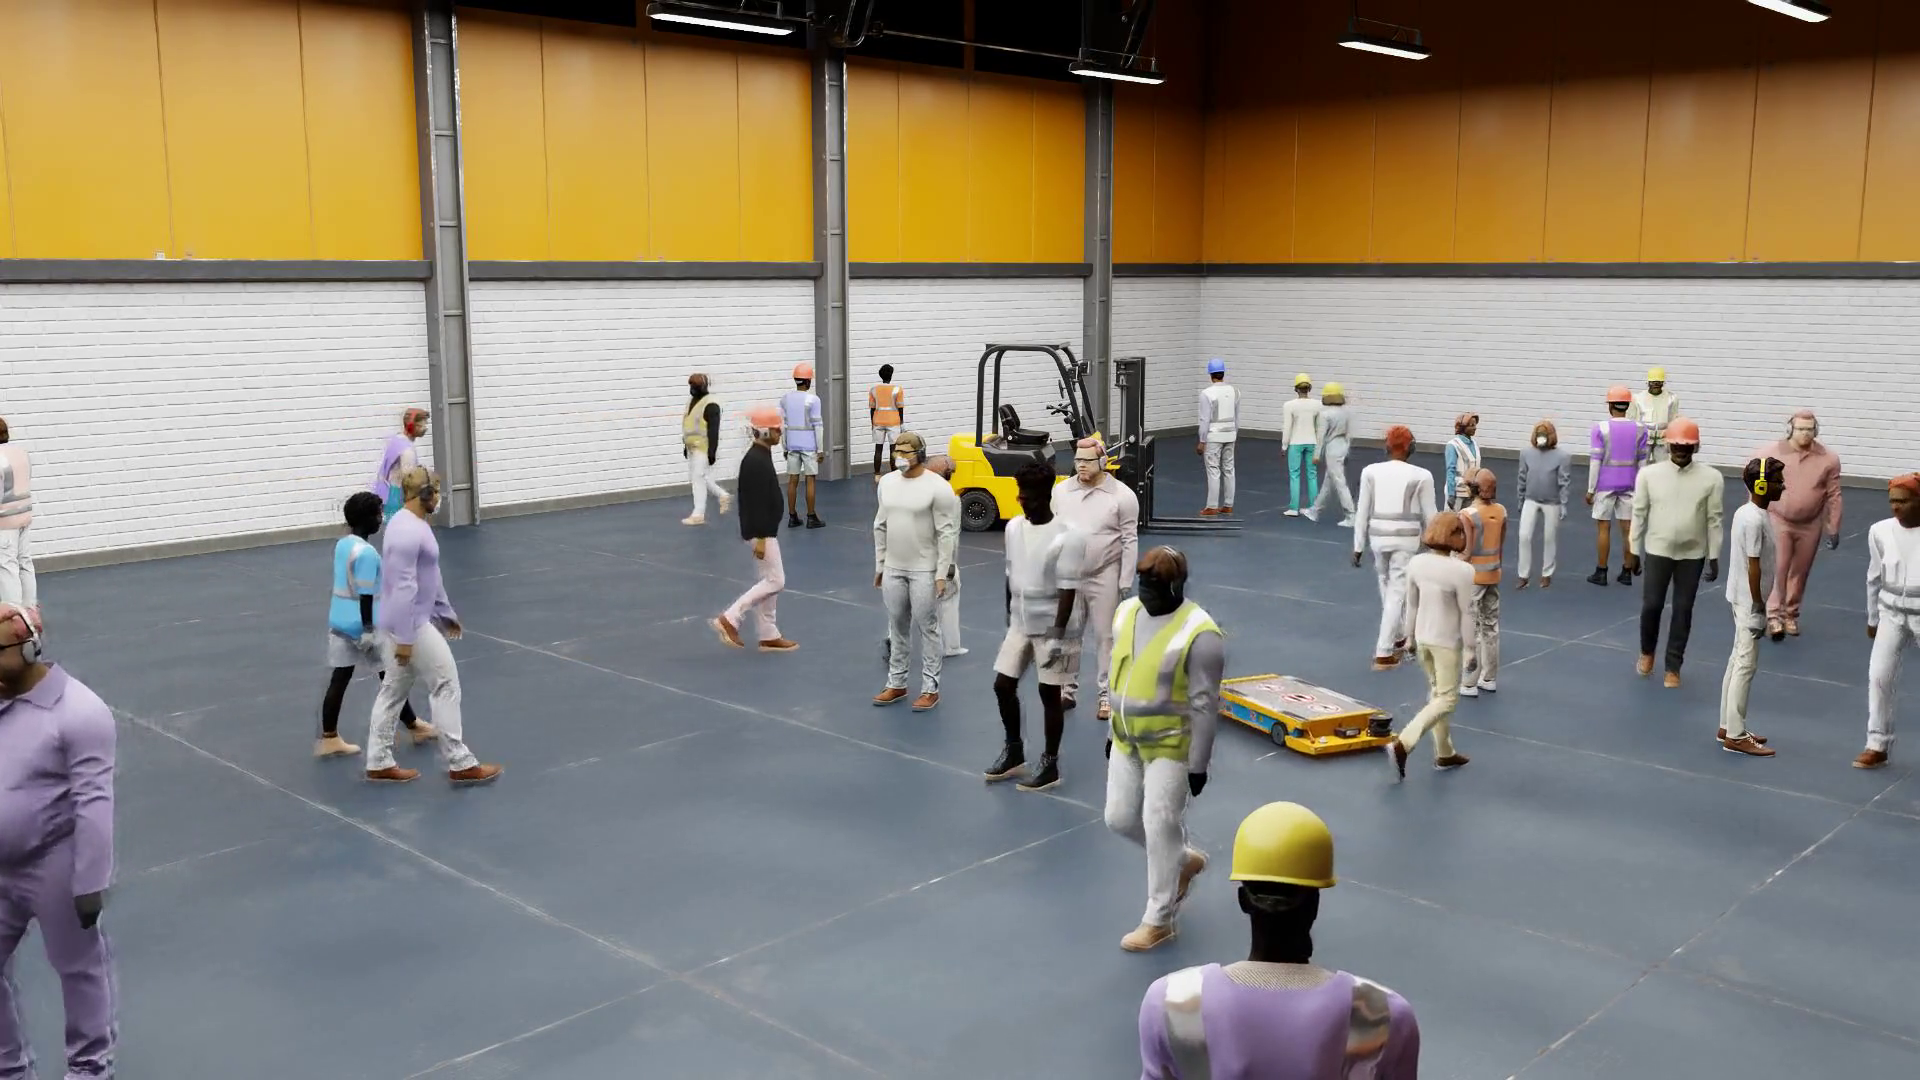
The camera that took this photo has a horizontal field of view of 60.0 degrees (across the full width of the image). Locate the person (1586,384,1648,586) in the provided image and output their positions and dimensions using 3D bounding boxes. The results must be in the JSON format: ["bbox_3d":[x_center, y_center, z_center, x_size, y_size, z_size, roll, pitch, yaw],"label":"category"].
[{"bbox_3d":[6.287,-0.527,15.979,0.551,1.932,0.378,0,9,-1],"label":"person"}]

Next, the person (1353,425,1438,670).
[{"bbox_3d":[3.411,0.037,12.814,0.615,1.830,0.975,7,12,37],"label":"person"}]

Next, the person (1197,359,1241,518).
[{"bbox_3d":[3.145,-1.237,20.311,0.603,1.942,0.402,-6,11,-32],"label":"person"}]

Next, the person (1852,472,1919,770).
[{"bbox_3d":[5.885,0.476,10.191,0.905,1.839,0.595,-7,12,-37],"label":"person"}]

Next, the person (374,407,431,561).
[{"bbox_3d":[-5.075,-0.303,15.050,0.617,1.787,0.605,-4,10,-23],"label":"person"}]

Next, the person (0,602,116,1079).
[{"bbox_3d":[-3.282,1.159,5.761,0.673,1.887,0.657,2,9,11],"label":"person"}]

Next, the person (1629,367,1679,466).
[{"bbox_3d":[8.649,-1.252,20.777,0.594,1.824,0.403,2,9,12],"label":"person"}]

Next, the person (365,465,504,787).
[{"bbox_3d":[-3.107,0.511,9.752,0.904,1.885,0.643,-3,10,-19],"label":"person"}]

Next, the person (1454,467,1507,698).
[{"bbox_3d":[3.673,0.301,11.813,0.525,1.636,0.307,-7,12,-37],"label":"person"}]

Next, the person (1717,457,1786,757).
[{"bbox_3d":[4.991,0.408,10.445,0.328,1.872,0.513,3,10,18],"label":"person"}]

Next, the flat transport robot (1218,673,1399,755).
[{"bbox_3d":[2.175,1.117,10.988,0.652,0.197,1.431,-4,10,-25],"label":"flat transport robot"}]

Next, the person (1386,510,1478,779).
[{"bbox_3d":[2.820,0.621,9.898,0.705,1.609,0.506,-5,10,-28],"label":"person"}]

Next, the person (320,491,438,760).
[{"bbox_3d":[-3.649,0.518,10.387,0.837,1.652,0.554,-8,12,-39],"label":"person"}]

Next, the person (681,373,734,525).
[{"bbox_3d":[-3.023,-1.092,19.801,0.629,1.818,0.634,-6,11,-31],"label":"person"}]

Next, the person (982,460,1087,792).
[{"bbox_3d":[0.430,0.509,9.627,0.625,1.944,0.494,8,12,41],"label":"person"}]

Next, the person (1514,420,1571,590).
[{"bbox_3d":[5.483,-0.322,15.691,0.516,1.608,0.648,6,11,33],"label":"person"}]

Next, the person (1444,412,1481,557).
[{"bbox_3d":[4.925,-0.438,16.332,0.513,1.642,0.311,-9,13,-42],"label":"person"}]

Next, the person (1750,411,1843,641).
[{"bbox_3d":[6.819,-0.097,13.533,0.673,1.871,0.880,2,10,15],"label":"person"}]

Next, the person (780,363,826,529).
[{"bbox_3d":[-1.831,-1.100,19.483,0.553,1.935,0.361,4,10,25],"label":"person"}]

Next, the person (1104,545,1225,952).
[{"bbox_3d":[0.926,0.912,7.495,0.535,1.822,0.642,-7,12,-36],"label":"person"}]

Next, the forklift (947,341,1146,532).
[{"bbox_3d":[0.977,-1.223,19.452,2.313,2.155,1.214,2,9,11],"label":"forklift"}]

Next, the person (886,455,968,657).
[{"bbox_3d":[-0.241,0.151,12.809,0.515,1.612,0.739,7,11,36],"label":"person"}]

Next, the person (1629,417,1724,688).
[{"bbox_3d":[5.194,0.091,12.070,0.615,1.980,0.423,3,10,17],"label":"person"}]

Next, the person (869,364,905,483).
[{"bbox_3d":[-1.034,-1.634,23.517,0.532,1.694,0.320,3,10,19],"label":"person"}]

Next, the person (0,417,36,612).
[{"bbox_3d":[-7.924,-0.117,13.769,0.429,1.838,0.621,0,9,-3],"label":"person"}]

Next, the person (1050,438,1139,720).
[{"bbox_3d":[0.870,0.261,11.235,0.642,1.909,0.399,4,10,25],"label":"person"}]

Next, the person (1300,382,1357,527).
[{"bbox_3d":[4.402,-1.023,19.736,0.502,1.691,0.896,-9,13,-42],"label":"person"}]

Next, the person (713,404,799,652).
[{"bbox_3d":[-1.596,-0.075,13.048,0.559,1.980,0.625,-1,9,-7],"label":"person"}]

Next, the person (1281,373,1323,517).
[{"bbox_3d":[4.186,-1.162,20.398,0.532,1.765,0.328,-2,9,-12],"label":"person"}]

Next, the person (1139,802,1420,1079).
[{"bbox_3d":[0.671,1.505,3.574,0.585,1.917,0.382,2,9,10],"label":"person"}]

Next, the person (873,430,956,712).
[{"bbox_3d":[-0.329,0.209,11.456,0.627,1.940,0.371,6,11,32],"label":"person"}]
